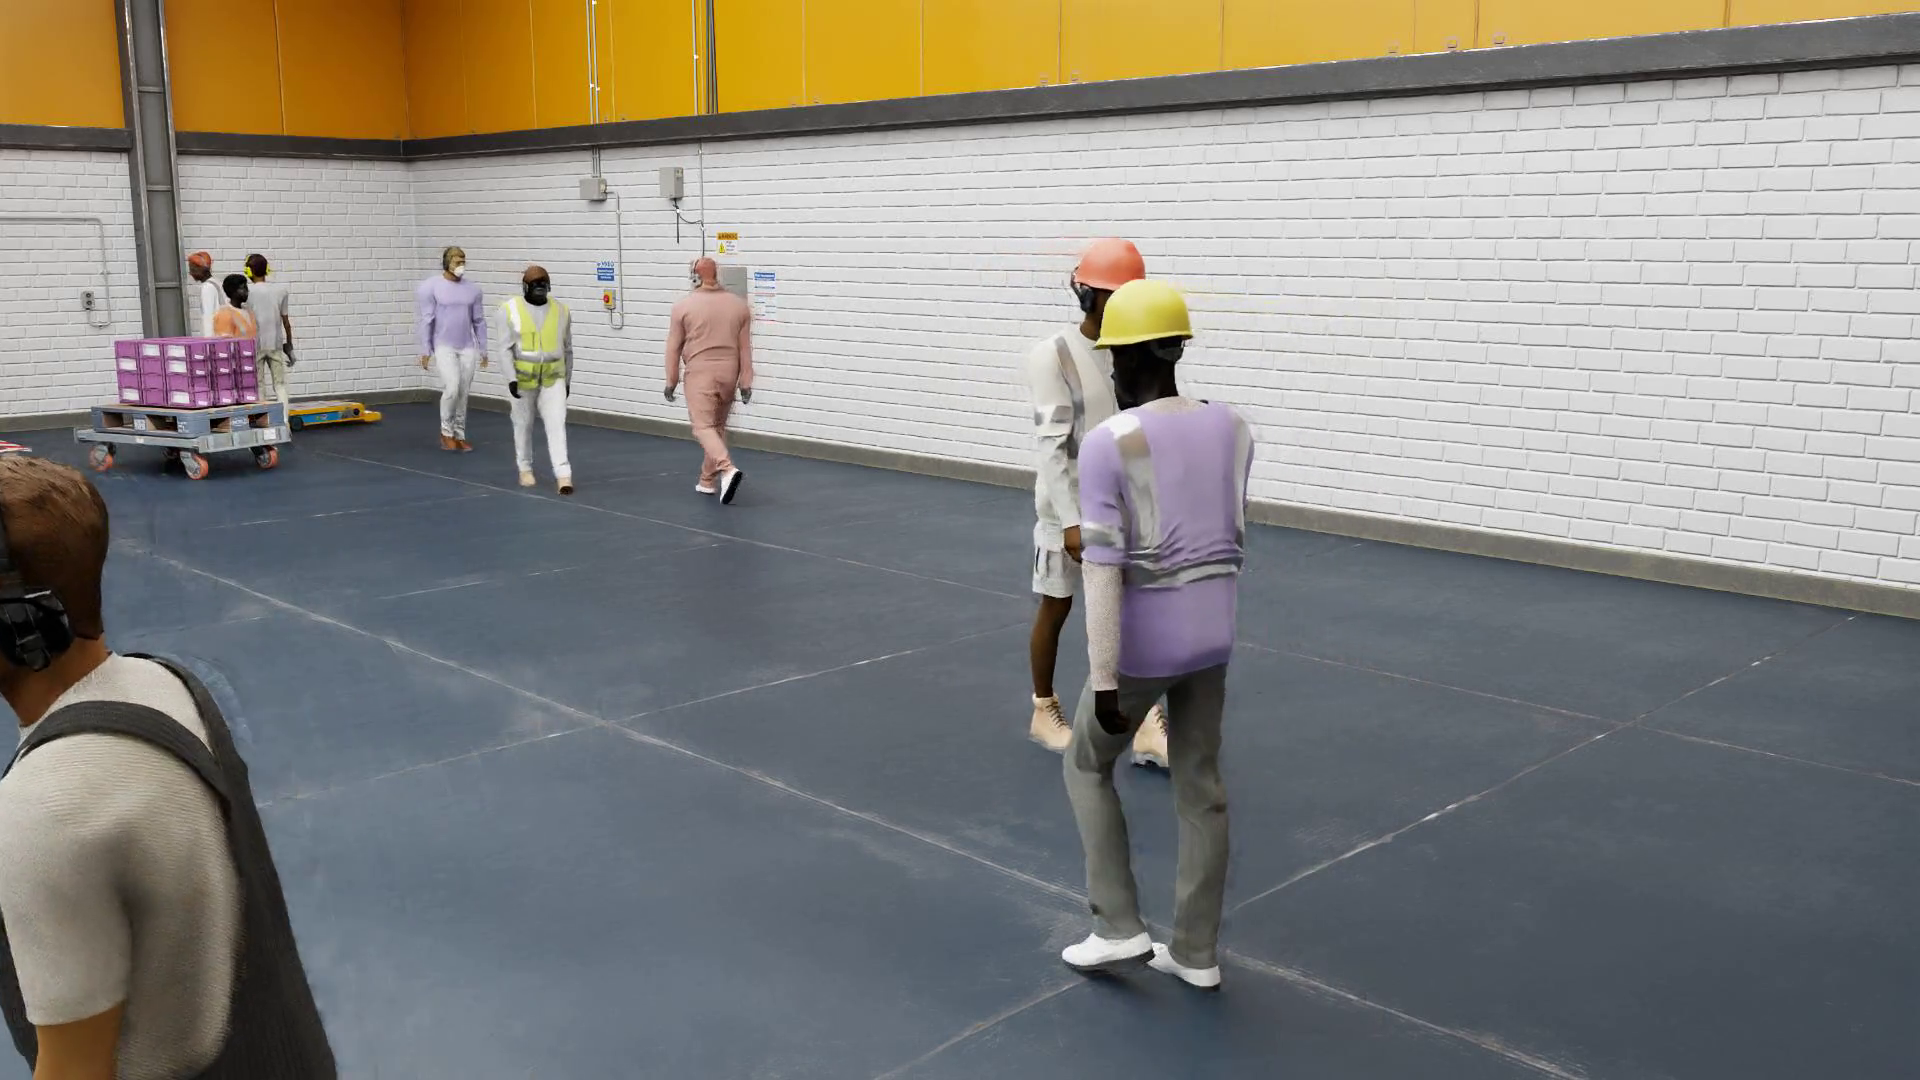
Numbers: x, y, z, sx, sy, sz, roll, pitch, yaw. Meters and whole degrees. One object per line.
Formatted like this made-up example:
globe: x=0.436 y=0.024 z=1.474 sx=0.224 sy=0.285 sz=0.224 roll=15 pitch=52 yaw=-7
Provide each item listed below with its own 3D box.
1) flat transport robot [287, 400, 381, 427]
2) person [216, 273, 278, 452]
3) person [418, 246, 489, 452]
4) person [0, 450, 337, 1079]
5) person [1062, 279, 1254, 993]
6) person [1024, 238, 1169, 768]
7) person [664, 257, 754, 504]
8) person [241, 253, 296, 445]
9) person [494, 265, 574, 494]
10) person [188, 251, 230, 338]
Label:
flat transport robot: x=-6.933 y=-1.324 z=17.592 sx=0.652 sy=0.197 sz=1.431 roll=7 pitch=13 yaw=33
person: x=-6.776 y=-1.646 z=15.522 sx=0.698 sy=1.680 sz=0.543 roll=0 pitch=10 yaw=1
person: x=-4.671 y=-1.753 z=15.426 sx=0.507 sy=1.918 sz=0.655 roll=10 pitch=14 yaw=42
person: x=-0.937 y=0.768 z=2.057 sx=0.993 sy=1.789 sz=0.560 roll=-3 pitch=11 yaw=-16
person: x=0.523 y=0.266 z=4.468 sx=0.610 sy=1.907 sz=0.547 roll=-6 pitch=12 yaw=-31
person: x=0.562 y=-0.110 z=6.242 sx=0.608 sy=1.997 sz=0.935 roll=-7 pitch=13 yaw=-34
person: x=-1.877 y=-1.224 z=12.713 sx=0.646 sy=1.865 sz=0.884 roll=-7 pitch=13 yaw=-34
person: x=-6.686 y=-1.823 z=16.007 sx=0.562 sy=1.848 sz=0.496 roll=-8 pitch=13 yaw=-36
person: x=-3.345 y=-1.267 z=13.167 sx=0.612 sy=1.790 sz=1.016 roll=-5 pitch=11 yaw=-25
person: x=-7.537 y=-1.988 z=16.884 sx=0.420 sy=1.863 sz=0.632 roll=-2 pitch=11 yaw=-11
